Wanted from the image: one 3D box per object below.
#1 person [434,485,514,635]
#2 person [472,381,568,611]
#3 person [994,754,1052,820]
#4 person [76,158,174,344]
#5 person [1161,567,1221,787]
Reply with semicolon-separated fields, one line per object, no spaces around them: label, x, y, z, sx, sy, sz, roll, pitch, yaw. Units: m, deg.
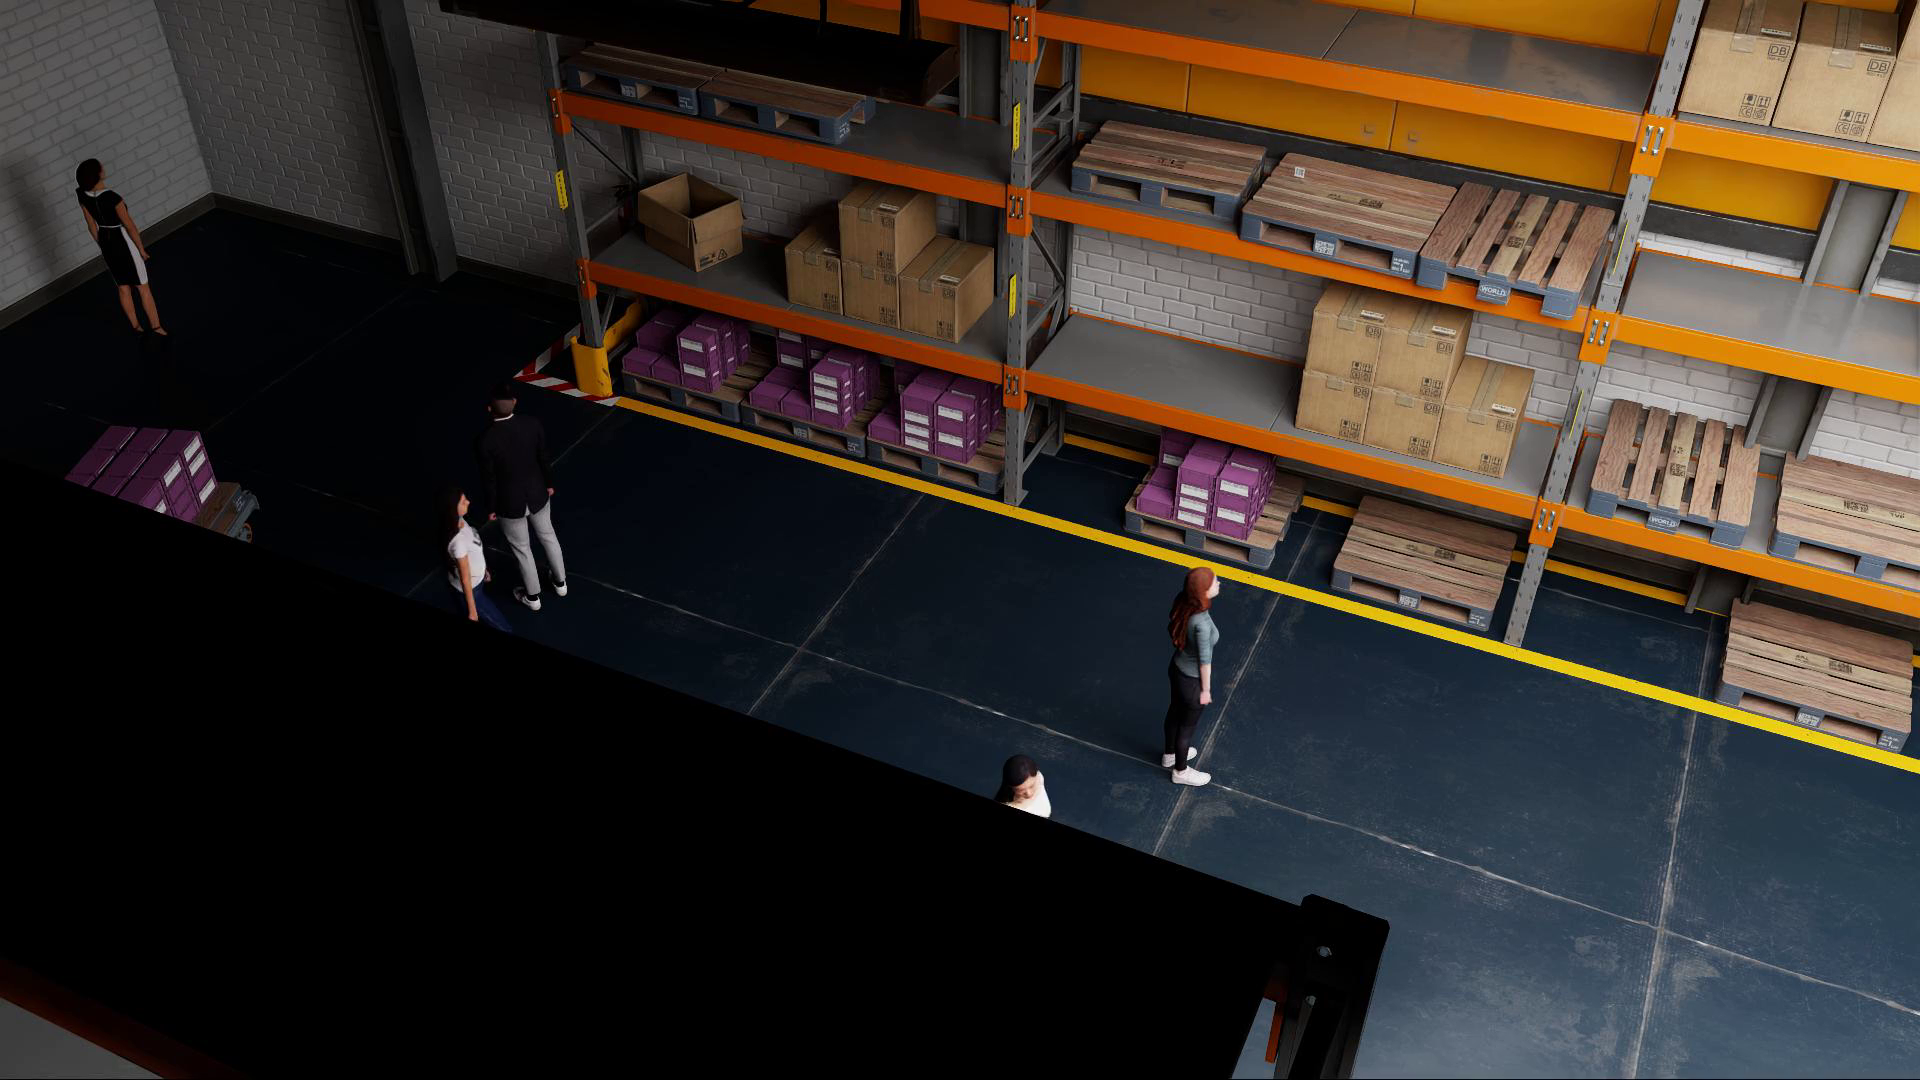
person;-3.401;0.392;11.226;0.939;1.757;0.896;-17;42;-20
person;-3.163;-0.338;11.987;0.792;1.948;0.765;-27;46;-30
person;0.271;1.796;9.470;0.815;1.754;0.725;23;44;26
person;-7.521;-2.579;14.915;0.525;1.796;0.693;4;39;5
person;1.472;0.867;10.645;0.712;1.738;0.669;-8;39;-10
